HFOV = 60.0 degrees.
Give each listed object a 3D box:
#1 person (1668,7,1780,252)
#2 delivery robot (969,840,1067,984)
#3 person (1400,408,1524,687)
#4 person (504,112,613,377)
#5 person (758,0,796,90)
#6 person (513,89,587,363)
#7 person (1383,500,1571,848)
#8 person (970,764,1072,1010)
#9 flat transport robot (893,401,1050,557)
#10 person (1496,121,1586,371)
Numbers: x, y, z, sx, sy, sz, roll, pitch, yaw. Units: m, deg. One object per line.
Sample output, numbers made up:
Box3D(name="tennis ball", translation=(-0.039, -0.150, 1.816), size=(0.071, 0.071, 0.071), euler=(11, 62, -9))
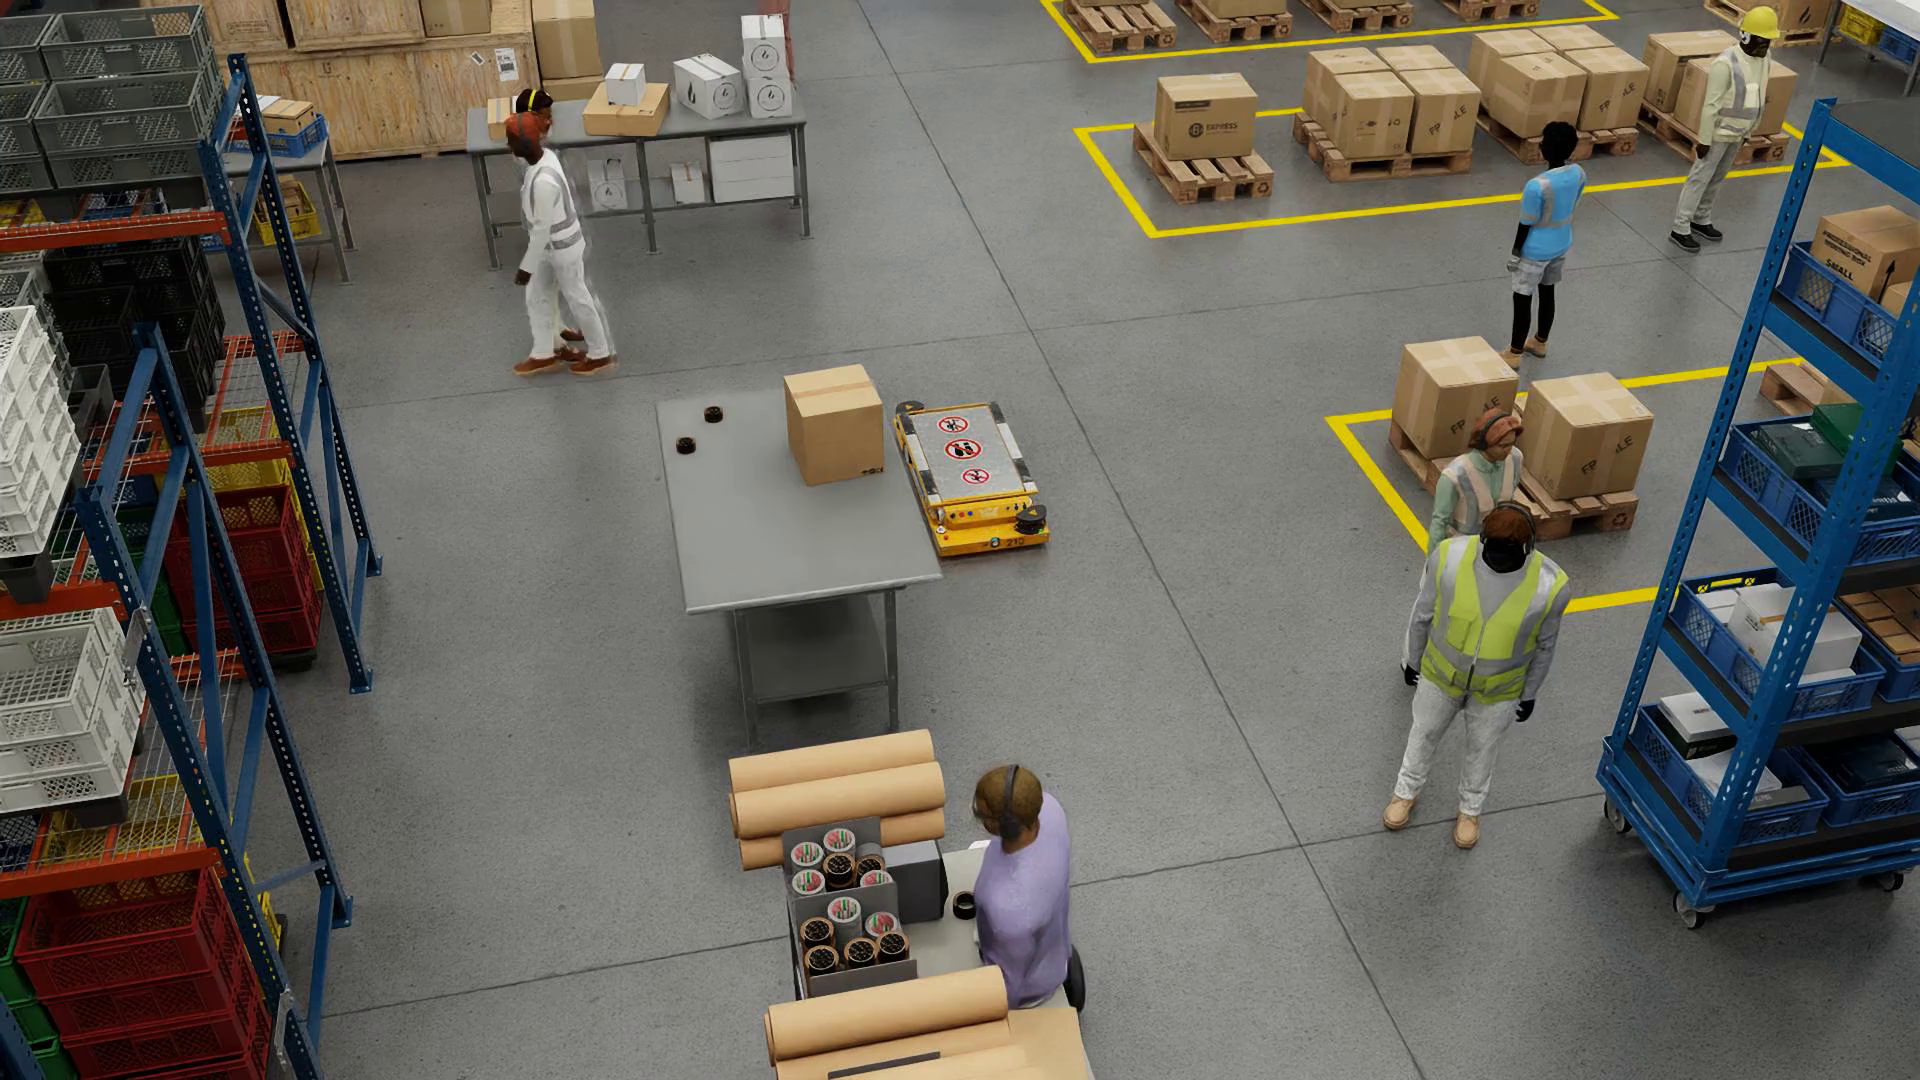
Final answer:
Box3D(name="person", translation=(5.692, -3.049, 12.329), size=(0.600, 1.830, 0.403), euler=(-24, 43, -29))
Box3D(name="delivery robot", translation=(0.231, 1.591, 7.081), size=(0.477, 0.478, 0.707), euler=(-5, 37, -7))
Box3D(name="person", translation=(2.530, 0.039, 8.347), size=(0.521, 1.632, 0.314), euler=(-18, 40, -23))
Box3D(name="person", translation=(-2.704, -1.848, 10.693), size=(0.795, 1.851, 0.565), euler=(-13, 38, -16))
Box3D(name="person", translation=(-1.665, -4.761, 14.582), size=(0.400, 1.900, 0.647), euler=(1, 37, 1))
Box3D(name="person", translation=(-2.719, -2.076, 10.997), size=(0.328, 1.865, 0.520), euler=(-6, 37, -8))
Box3D(name="person", translation=(2.286, 0.602, 7.415), size=(0.624, 1.844, 0.429), euler=(14, 39, 18))
Box3D(name="person", translation=(0.216, 1.549, 6.071), size=(0.369, 1.931, 0.630), euler=(8, 37, 11))
Box3D(name="flat transport robot", translation=(0.046, -0.430, 10.108), size=(0.652, 0.197, 1.431), euler=(-8, 37, -10))
Box3D(name="person", translation=(3.818, -1.928, 10.943), size=(0.534, 1.691, 0.322), euler=(-24, 43, -29))
